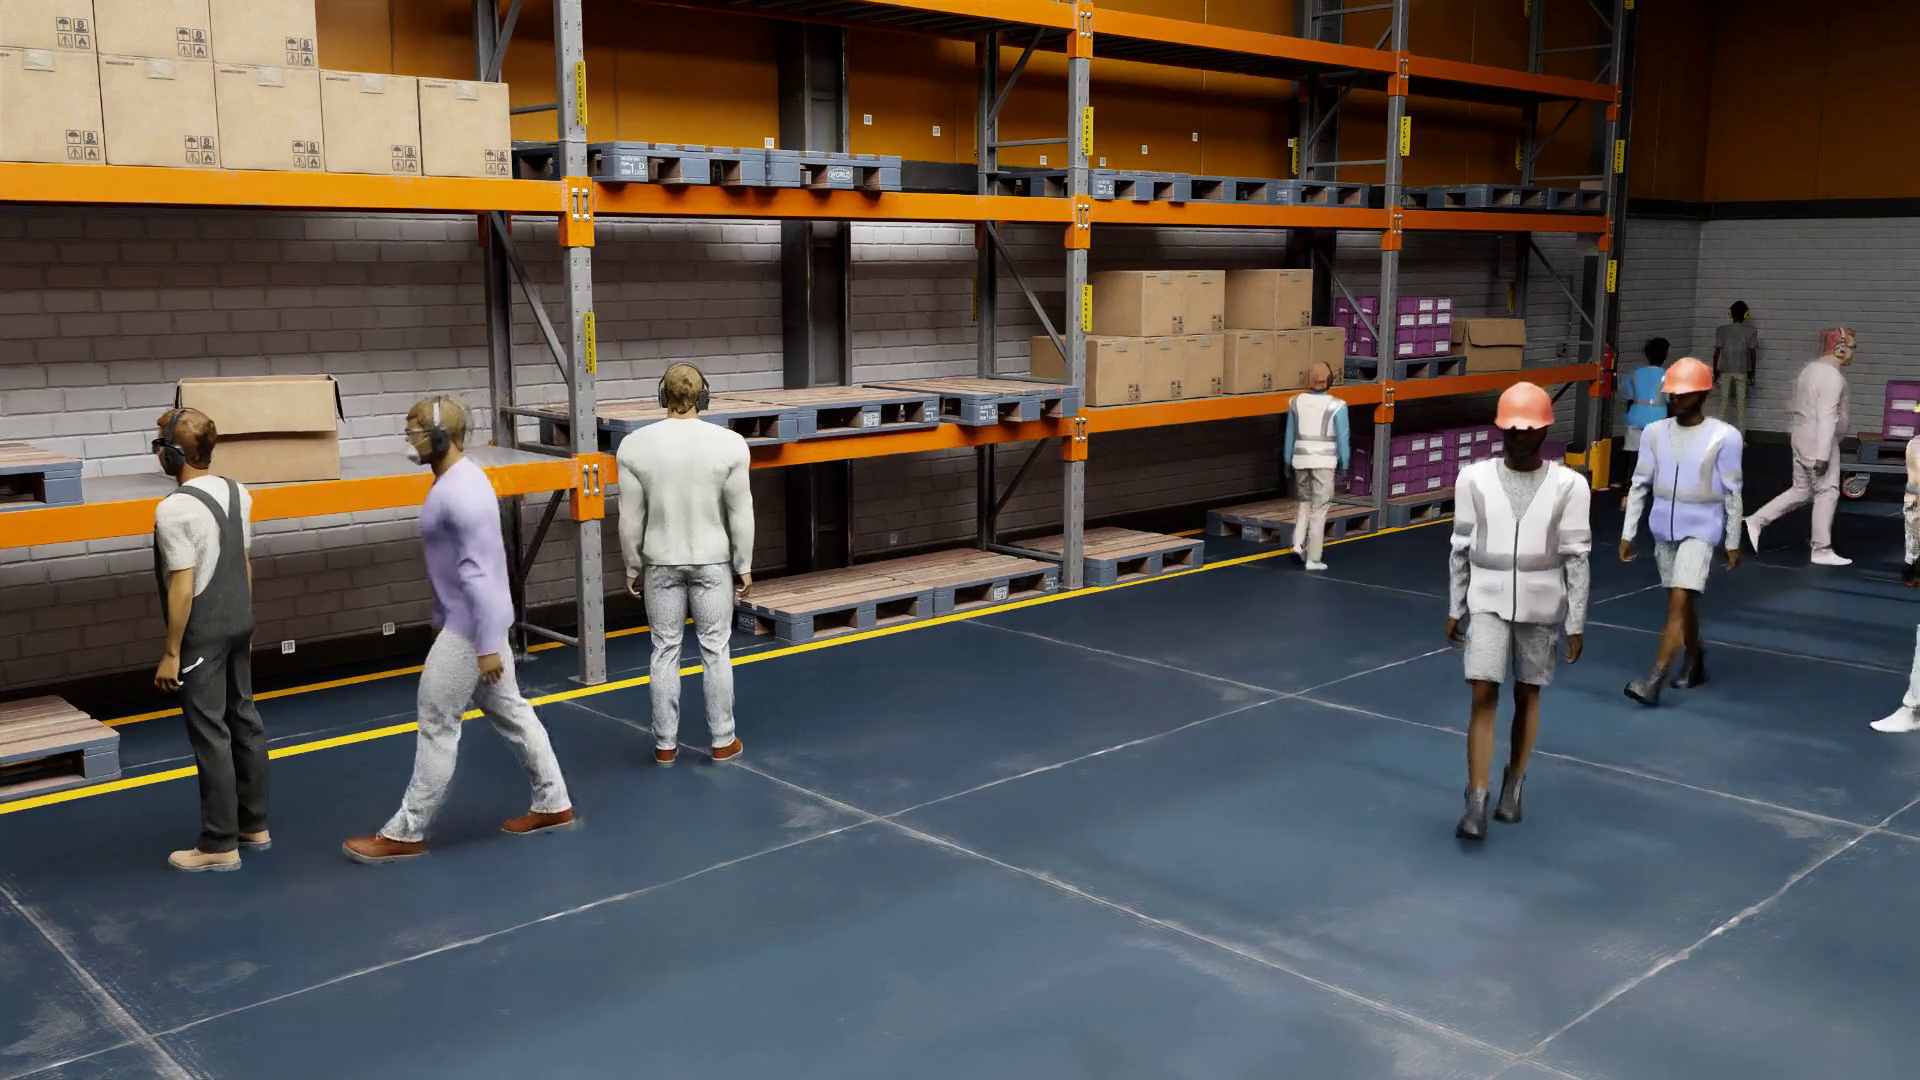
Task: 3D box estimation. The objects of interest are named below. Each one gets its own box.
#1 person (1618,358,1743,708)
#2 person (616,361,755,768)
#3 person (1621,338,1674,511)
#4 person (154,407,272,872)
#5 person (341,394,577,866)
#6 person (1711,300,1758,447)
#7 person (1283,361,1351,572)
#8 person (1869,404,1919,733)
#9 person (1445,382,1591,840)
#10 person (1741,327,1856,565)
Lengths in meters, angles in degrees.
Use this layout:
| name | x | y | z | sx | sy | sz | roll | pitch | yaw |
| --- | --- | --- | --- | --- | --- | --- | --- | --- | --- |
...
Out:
| name | x | y | z | sx | sy | sz | roll | pitch | yaw |
| --- | --- | --- | --- | --- | --- | --- | --- | --- | --- |
| person | 3.923 | -0.049 | 9.099 | 1.005 | 1.877 | 0.567 | -8 | 12 | -38 |
| person | -1.291 | 0.124 | 7.908 | 0.635 | 1.938 | 0.359 | -1 | 10 | -4 |
| person | 6.656 | -1.114 | 15.980 | 0.858 | 1.642 | 0.549 | -8 | 13 | -39 |
| person | -2.988 | 0.395 | 6.595 | 0.343 | 1.847 | 0.506 | 2 | 10 | 10 |
| person | -2.032 | 0.355 | 6.759 | 0.932 | 1.892 | 0.653 | -3 | 10 | -17 |
| person | 9.851 | -2.107 | 21.176 | 0.518 | 1.870 | 0.323 | 6 | 11 | 31 |
| person | 2.762 | -0.565 | 12.838 | 0.546 | 1.625 | 0.375 | 8 | 13 | 41 |
| person | 5.185 | 0.064 | 8.505 | 0.950 | 1.870 | 0.595 | -2 | 10 | -11 |
| person | 2.294 | 0.314 | 6.885 | 0.570 | 1.905 | 0.875 | 4 | 10 | 20 |
| person | 6.671 | -0.739 | 13.143 | 0.739 | 1.881 | 0.655 | 1 | 10 | 7 |
